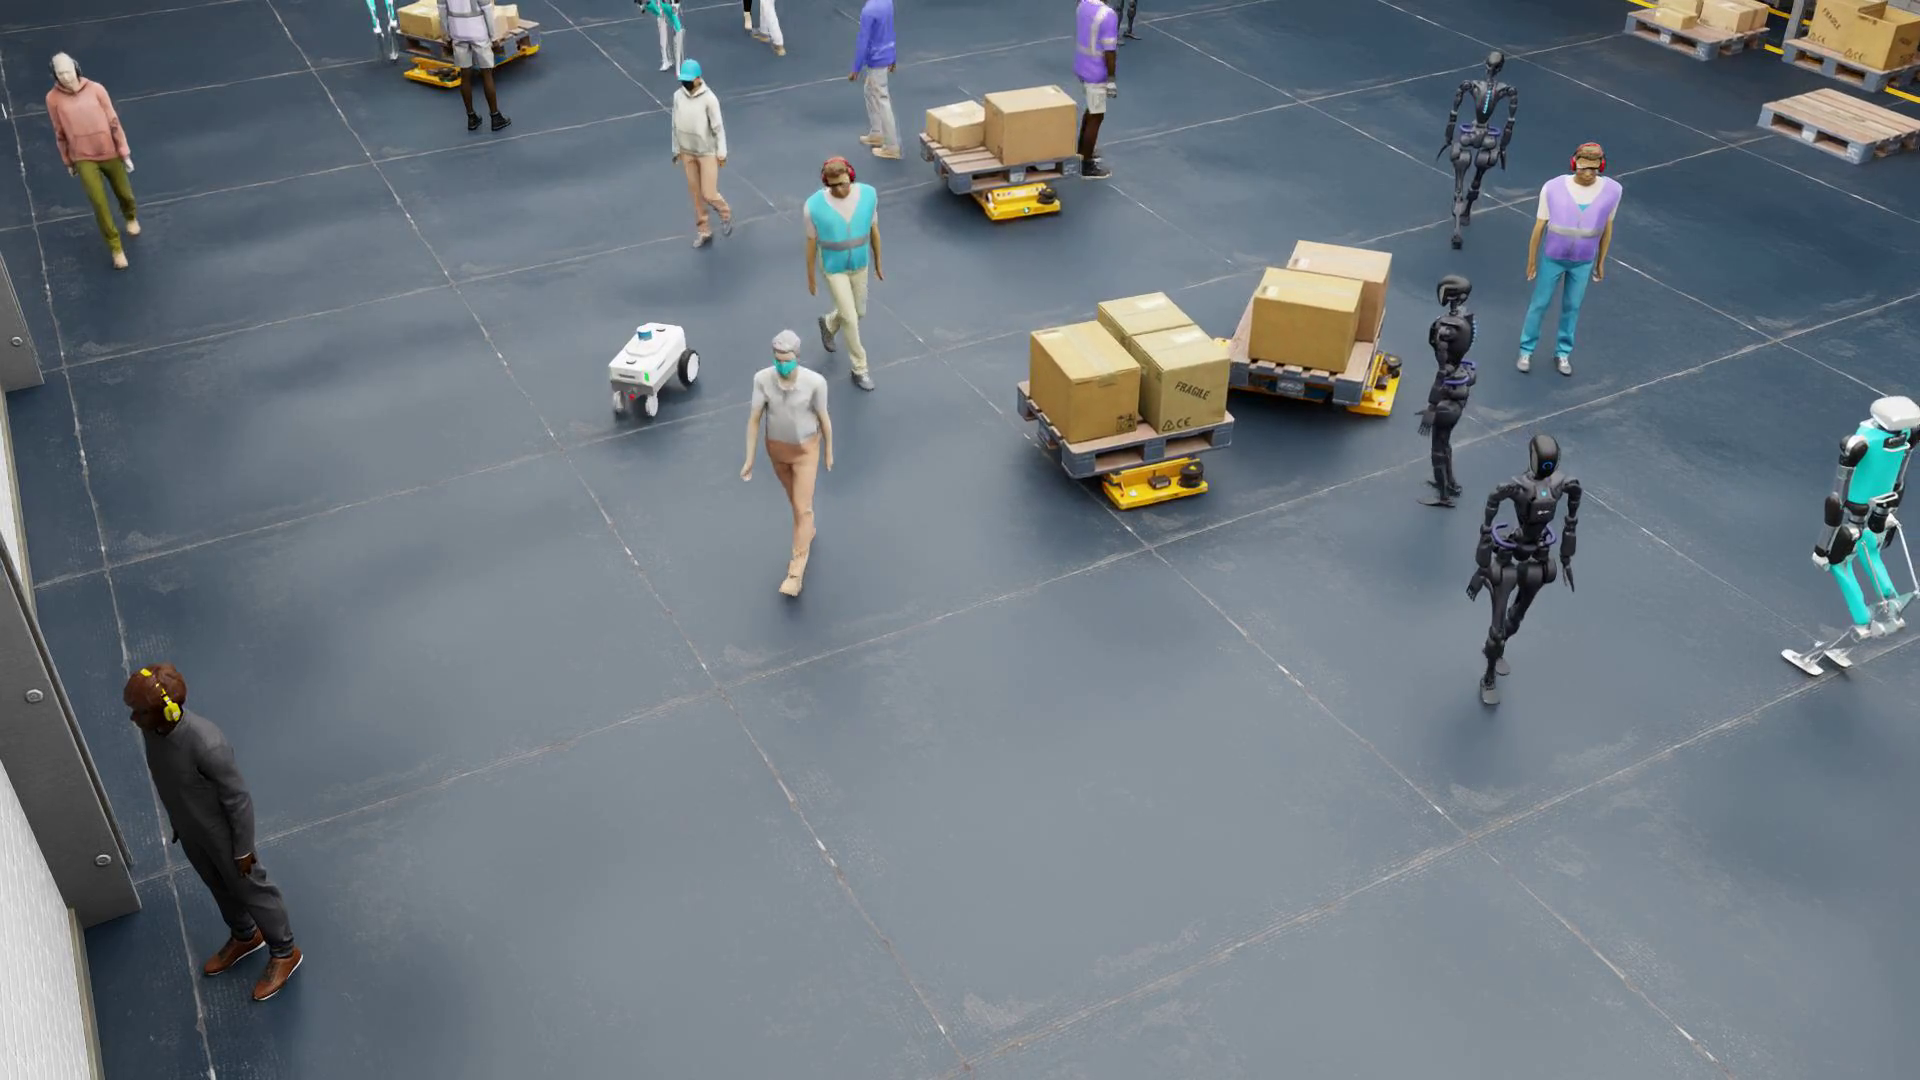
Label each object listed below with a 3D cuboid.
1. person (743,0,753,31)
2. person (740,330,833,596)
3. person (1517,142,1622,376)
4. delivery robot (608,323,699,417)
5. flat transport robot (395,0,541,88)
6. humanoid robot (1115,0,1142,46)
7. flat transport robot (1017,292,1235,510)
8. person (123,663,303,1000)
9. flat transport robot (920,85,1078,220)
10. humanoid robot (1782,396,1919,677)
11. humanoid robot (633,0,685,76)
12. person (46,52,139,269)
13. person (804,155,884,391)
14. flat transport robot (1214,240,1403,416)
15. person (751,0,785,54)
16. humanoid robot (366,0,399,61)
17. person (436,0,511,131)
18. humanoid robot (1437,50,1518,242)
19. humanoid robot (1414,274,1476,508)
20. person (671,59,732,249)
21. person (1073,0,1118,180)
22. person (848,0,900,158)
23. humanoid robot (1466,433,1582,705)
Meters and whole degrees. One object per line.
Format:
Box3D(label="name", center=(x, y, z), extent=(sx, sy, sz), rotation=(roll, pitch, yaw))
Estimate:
Box3D(label="person", center=(-2.339, -6.724, 19.069), extent=(0.534, 1.698, 0.318), rotation=(-11, 36, -15))
Box3D(label="person", center=(-1.059, -0.506, 10.193), extent=(0.484, 1.696, 0.902), rotation=(8, 36, 12))
Box3D(label="person", center=(4.496, -2.092, 12.345), extent=(0.564, 1.832, 0.400), rotation=(4, 35, 6))
Box3D(label="delivery robot", center=(-2.303, -1.320, 12.332), extent=(0.499, 0.572, 0.747), rotation=(9, 36, 13))
Box3D(label="flat transport robot", center=(-5.372, -5.319, 18.310), extent=(0.659, 0.231, 1.431), rotation=(18, 39, 23))
Box3D(label="humanoid robot", center=(1.940, -6.434, 18.662), extent=(0.599, 1.657, 0.315), rotation=(-27, 43, -33))
Box3D(label="flat transport robot", center=(1.130, -0.703, 11.720), extent=(0.659, 0.231, 1.431), rotation=(-12, 37, -17))
Box3D(label="person", center=(-3.356, 1.298, 7.464), extent=(0.501, 1.873, 0.335), rotation=(18, 39, 24))
Box3D(label="flat transport robot", center=(0.360, -3.381, 15.543), extent=(0.659, 0.231, 1.431), rotation=(-12, 37, -16))
Box3D(label="humanoid robot", center=(5.130, 0.072, 9.274), extent=(0.534, 1.740, 0.681), rotation=(-14, 37, -19))
Box3D(label="humanoid robot", center=(-3.196, -5.824, 17.770), extent=(0.532, 1.794, 0.768), rotation=(6, 35, 9))
Box3D(label="person", center=(-7.290, -3.257, 14.022), extent=(0.530, 1.813, 0.741), rotation=(-18, 39, -23))
Box3D(label="person", center=(-0.883, -2.038, 12.296), extent=(0.585, 1.801, 0.763), rotation=(-18, 39, -24))
Box3D(label="flat transport robot", center=(2.566, -1.273, 12.533), extent=(1.431, 0.231, 0.659), rotation=(11, 37, 16))
Box3D(label="person", center=(-2.232, -6.379, 18.460), extent=(0.587, 1.824, 0.854), rotation=(-20, 40, -26))
Box3D(label="humanoid robot", center=(-6.343, -5.967, 18.027), extent=(0.550, 1.875, 0.722), rotation=(-9, 36, -12))
Box3D(label="person", center=(-4.828, -5.011, 16.420), extent=(0.547, 1.932, 0.370), rotation=(5, 35, 7))
Box3D(label="humanoid robot", center=(4.468, -3.409, 14.415), extent=(0.589, 1.647, 0.772), rotation=(7, 36, 10))
Box3D(label="humanoid robot", center=(3.197, -0.959, 10.872), extent=(0.409, 1.639, 0.605), rotation=(16, 38, 22))
Box3D(label="person", center=(-2.227, -3.294, 14.201), extent=(0.482, 1.664, 0.410), rotation=(14, 37, 19))
Box3D(label="person", center=(1.261, -4.353, 15.492), extent=(0.383, 1.935, 0.650), rotation=(-10, 36, -15))
Box3D(label="person", center=(-0.843, -4.556, 15.847), extent=(0.656, 1.843, 0.485), rotation=(14, 37, 19))
Box3D(label="humanoid robot", center=(3.167, 0.147, 9.284), extent=(0.598, 1.647, 0.560), rotation=(-3, 35, -5))
